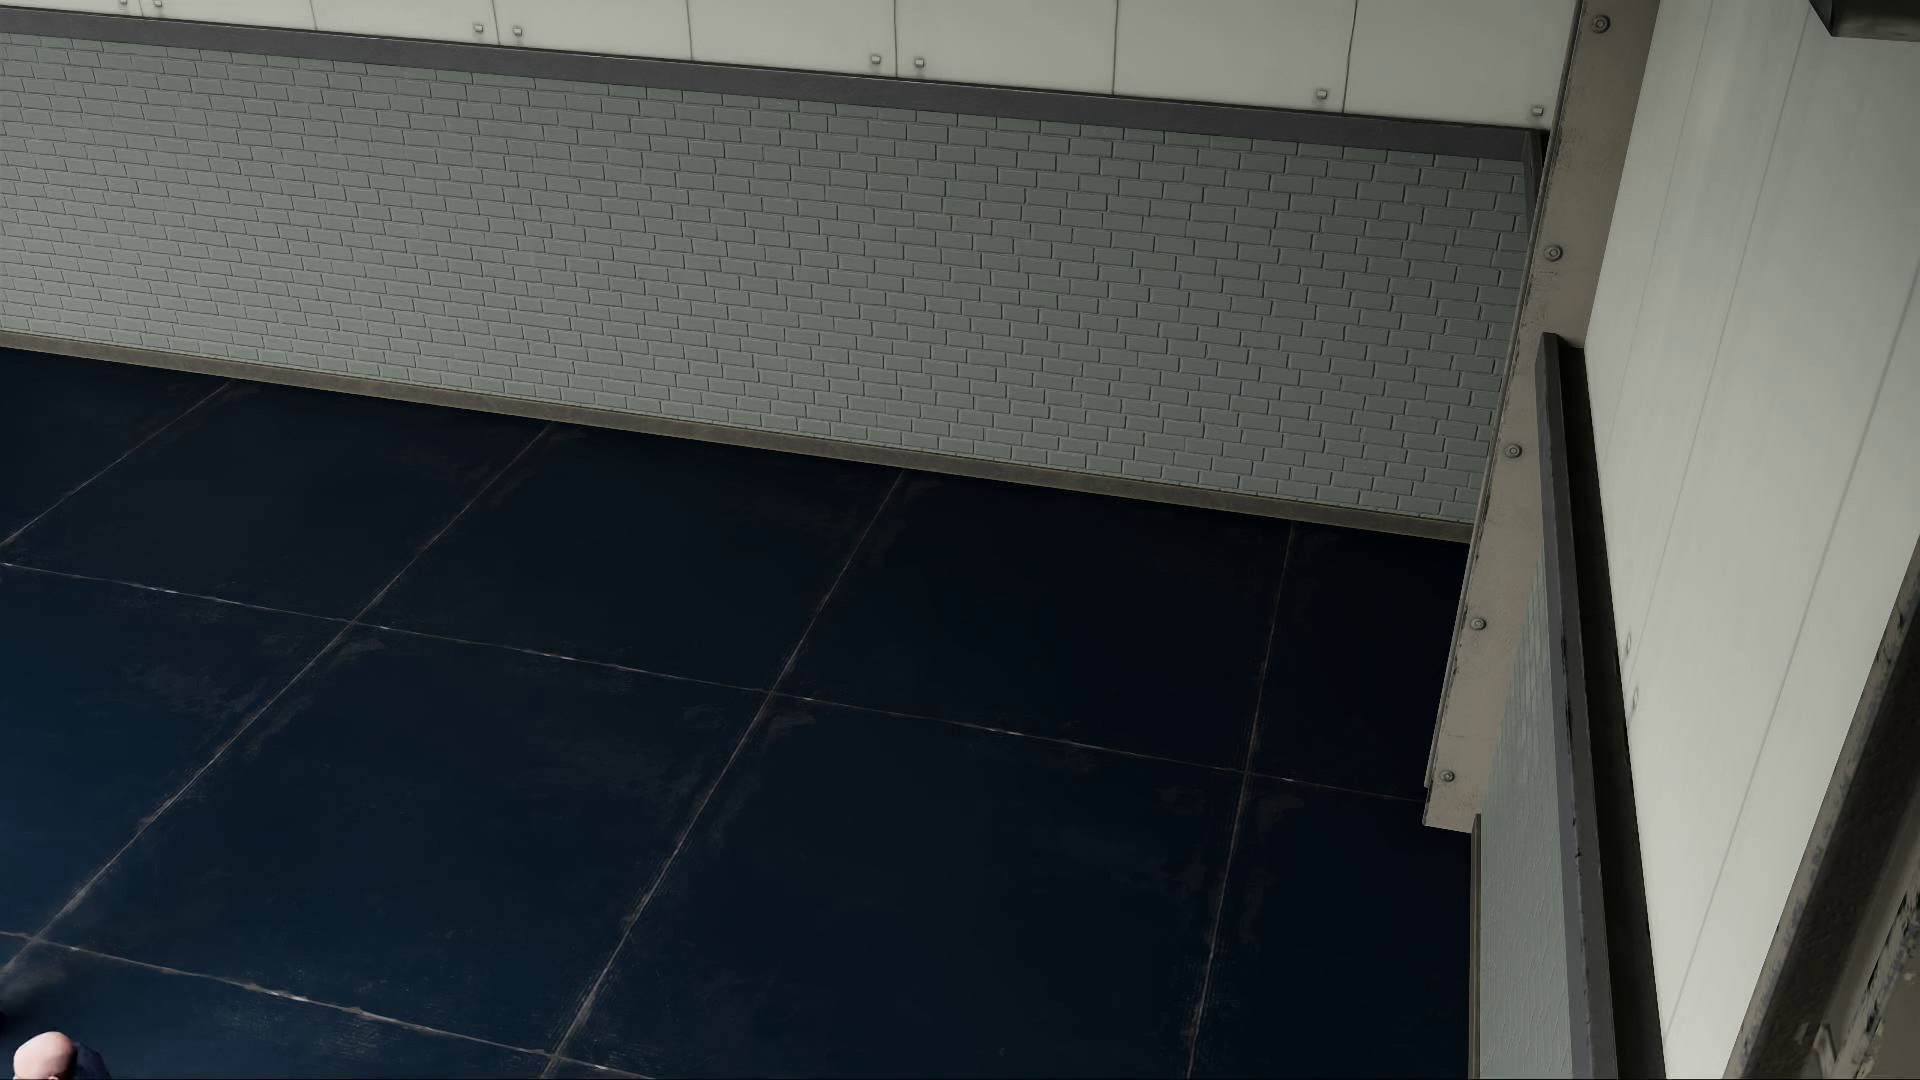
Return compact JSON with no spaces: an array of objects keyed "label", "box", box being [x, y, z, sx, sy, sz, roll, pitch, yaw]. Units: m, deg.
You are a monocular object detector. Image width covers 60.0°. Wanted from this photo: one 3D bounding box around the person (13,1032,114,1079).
[{"label":"person","box":[-3.212,2.505,6.405,1.189,1.802,1.138,-17,36,-25]}]
